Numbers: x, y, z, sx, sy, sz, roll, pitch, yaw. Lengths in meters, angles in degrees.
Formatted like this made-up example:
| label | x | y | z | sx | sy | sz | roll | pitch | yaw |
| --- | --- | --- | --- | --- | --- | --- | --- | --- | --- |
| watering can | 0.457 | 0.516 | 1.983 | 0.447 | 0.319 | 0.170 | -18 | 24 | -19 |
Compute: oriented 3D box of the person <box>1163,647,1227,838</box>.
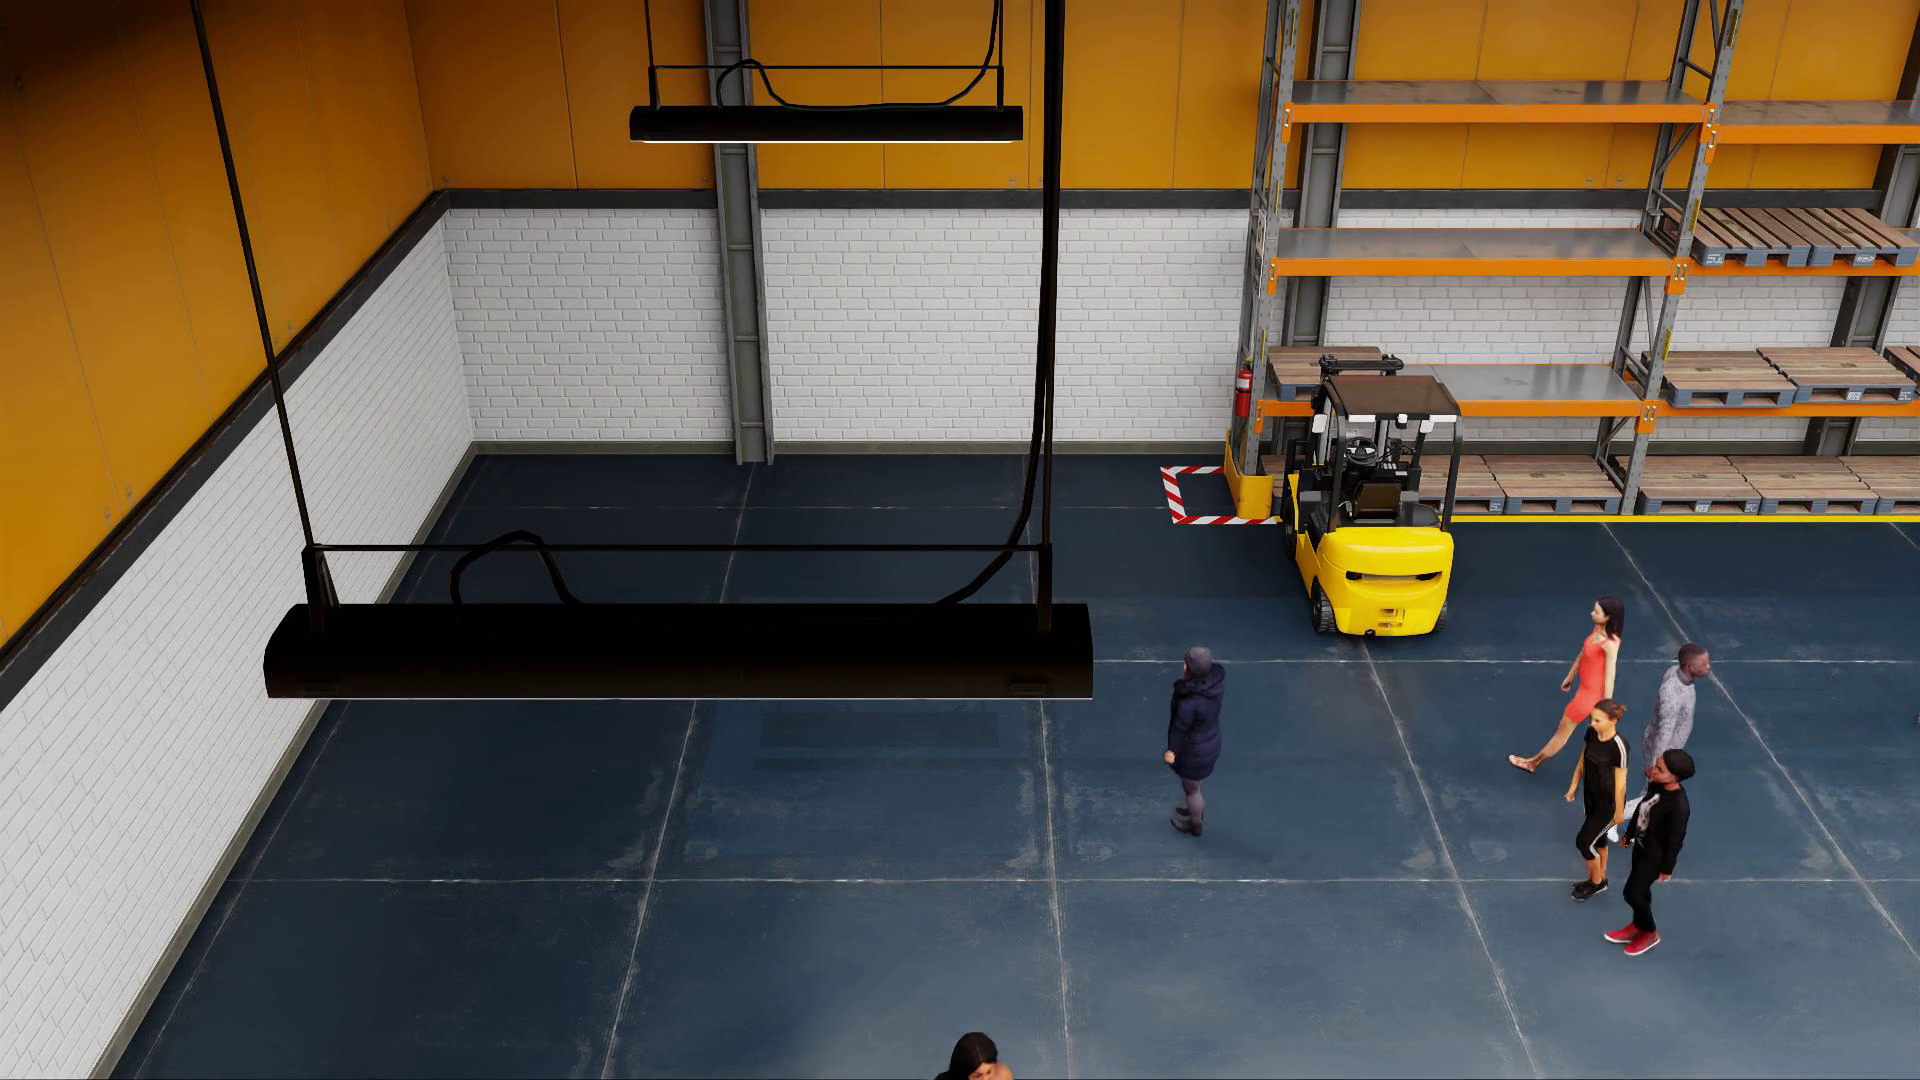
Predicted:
| label | x | y | z | sx | sy | sz | roll | pitch | yaw |
| --- | --- | --- | --- | --- | --- | --- | --- | --- | --- |
| person | 1.821 | 1.544 | 12.420 | 0.814 | 1.667 | 0.784 | 17 | 33 | 28 |

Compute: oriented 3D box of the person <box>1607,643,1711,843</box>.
| label | x | y | z | sx | sy | sz | roll | pitch | yaw |
| --- | --- | --- | --- | --- | --- | --- | --- | --- | --- |
| person | 5.091 | 1.520 | 12.306 | 0.943 | 1.818 | 0.888 | 11 | 31 | 20 |

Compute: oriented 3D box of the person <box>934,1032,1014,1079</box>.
| label | x | y | z | sx | sy | sz | roll | pitch | yaw |
| --- | --- | --- | --- | --- | --- | --- | --- | --- | --- |
| person | 0.033 | 3.305 | 9.082 | 1.190 | 1.772 | 1.096 | -15 | 32 | -25 |

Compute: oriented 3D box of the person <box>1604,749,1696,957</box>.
| label | x | y | z | sx | sy | sz | roll | pitch | yaw |
| --- | --- | --- | --- | --- | --- | --- | --- | --- | --- |
| person | 4.809 | 2.116 | 11.371 | 0.564 | 1.668 | 0.608 | 2 | 29 | 3 |

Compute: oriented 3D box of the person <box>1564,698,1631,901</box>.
| label | x | y | z | sx | sy | sz | roll | pitch | yaw |
| --- | --- | --- | --- | --- | --- | --- | --- | --- | --- |
| person | 4.677 | 1.835 | 11.909 | 0.648 | 1.647 | 0.659 | -6 | 29 | -12 |

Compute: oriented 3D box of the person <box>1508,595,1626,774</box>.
| label | x | y | z | sx | sy | sz | roll | pitch | yaw |
| --- | --- | --- | --- | --- | --- | --- | --- | --- | --- |
| person | 5.043 | 1.213 | 13.029 | 1.152 | 1.666 | 0.736 | 4 | 29 | 8 |
